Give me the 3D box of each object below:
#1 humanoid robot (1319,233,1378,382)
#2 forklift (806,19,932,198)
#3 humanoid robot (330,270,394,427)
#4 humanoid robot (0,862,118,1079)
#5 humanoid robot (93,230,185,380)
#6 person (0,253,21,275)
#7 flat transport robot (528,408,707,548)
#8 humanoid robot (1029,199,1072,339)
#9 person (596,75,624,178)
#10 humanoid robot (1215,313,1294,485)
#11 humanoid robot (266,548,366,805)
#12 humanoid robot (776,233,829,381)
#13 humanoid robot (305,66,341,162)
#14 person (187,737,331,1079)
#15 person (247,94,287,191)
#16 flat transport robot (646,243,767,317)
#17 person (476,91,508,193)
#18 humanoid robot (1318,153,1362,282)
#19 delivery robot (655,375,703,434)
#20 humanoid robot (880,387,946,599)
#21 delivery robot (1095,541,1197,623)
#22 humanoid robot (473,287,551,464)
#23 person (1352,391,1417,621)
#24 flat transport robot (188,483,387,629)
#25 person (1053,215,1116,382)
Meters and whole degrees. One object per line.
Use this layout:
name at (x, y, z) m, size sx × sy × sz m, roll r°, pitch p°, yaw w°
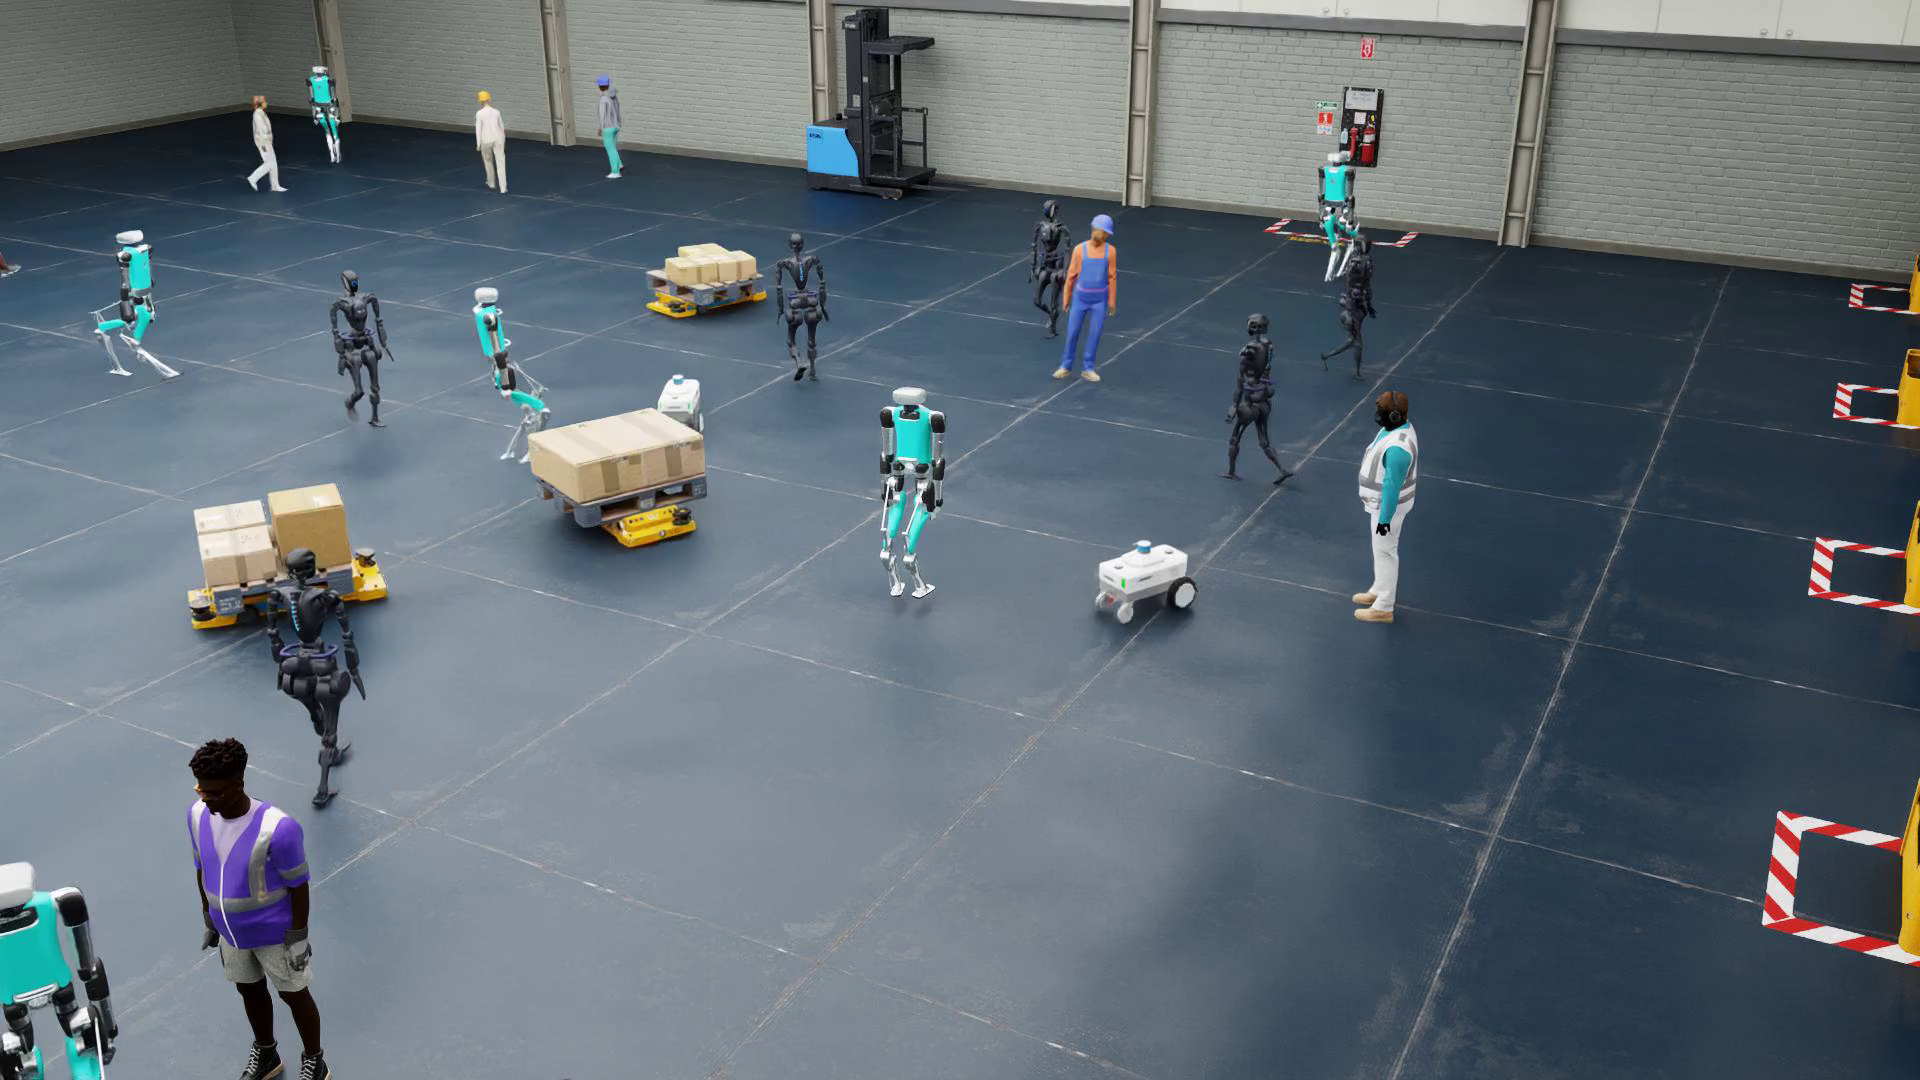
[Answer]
humanoid robot at (4.338, -2.602, 18.486) m, size 0.701 × 1.642 × 0.597 m, roll 17°, pitch 28°, yaw 33°
forklift at (-1.573, -7.292, 27.850) m, size 1.873 × 2.768 × 1.129 m, roll 12°, pitch 26°, yaw 25°
humanoid robot at (-6.117, -1.955, 16.938) m, size 0.426 × 1.647 × 0.586 m, roll 19°, pitch 30°, yaw 38°
humanoid robot at (-3.825, 2.281, 7.055) m, size 0.530 × 1.823 × 0.754 m, roll -14°, pitch 27°, yaw -30°
humanoid robot at (-9.174, -2.517, 18.252) m, size 1.058 × 1.759 × 0.545 m, roll 3°, pitch 23°, yaw 6°
person at (-13.415, -4.380, 22.475) m, size 0.527 × 1.751 × 0.977 m, roll 12°, pitch 26°, yaw 26°
flat transport robot at (-3.013, -0.300, 14.860) m, size 0.659 × 0.231 × 1.431 m, roll -17°, pitch 29°, yaw -34°
humanoid robot at (1.129, -3.263, 19.975) m, size 0.599 × 1.651 × 0.438 m, roll 16°, pitch 28°, yaw 33°
person at (-6.141, -7.221, 29.074) m, size 0.440 × 1.758 × 0.565 m, roll 8°, pitch 25°, yaw 18°
humanoid robot at (2.777, -1.294, 15.439) m, size 0.725 × 1.635 × 0.583 m, roll 18°, pitch 29°, yaw 35°
humanoid robot at (-4.080, 0.814, 10.535) m, size 0.605 × 1.627 × 0.762 m, roll 2°, pitch 23°, yaw 6°
humanoid robot at (-1.716, -2.545, 18.291) m, size 0.588 × 1.644 × 0.463 m, roll -7°, pitch 24°, yaw -16°
humanoid robot at (-11.510, -7.710, 30.401) m, size 0.541 × 1.902 × 0.717 m, roll 1°, pitch 23°, yaw 1°
person at (-3.314, 1.804, 7.819) m, size 0.606 × 1.961 × 0.367 m, roll 7°, pitch 24°, yaw 15°
person at (-11.713, -6.637, 27.886) m, size 0.496 × 1.620 × 0.529 m, roll -4°, pitch 24°, yaw -9°
flat transport robot at (-3.259, -3.132, 21.455) m, size 1.431 × 0.231 × 0.659 m, roll -21°, pitch 31°, yaw -40°
person at (-7.911, -6.701, 28.003) m, size 0.511 × 1.647 × 0.833 m, roll -11°, pitch 26°, yaw -24°
humanoid robot at (5.162, -4.330, 22.452) m, size 0.549 × 1.832 × 0.755 m, roll 19°, pitch 30°, yaw 37°
delivery robot at (-2.871, -1.366, 17.004) m, size 0.499 × 0.613 × 0.796 m, roll 0°, pitch 23°, yaw -1°
humanoid robot at (-0.440, -0.312, 12.867) m, size 0.533 × 1.672 × 0.735 m, roll 8°, pitch 24°, yaw 18°
delivery robot at (1.442, 0.293, 13.103) m, size 0.767 × 0.583 × 0.499 m, roll -15°, pitch 28°, yaw -31°
humanoid robot at (-4.226, -1.573, 15.977) m, size 0.742 × 1.775 × 0.531 m, roll -11°, pitch 25°, yaw -23°
person at (3.271, -0.269, 12.814) m, size 0.431 × 1.836 × 0.616 m, roll 6°, pitch 24°, yaw 13°
flat transport robot at (-5.392, 0.367, 13.307) m, size 1.431 × 0.231 × 0.659 m, roll -11°, pitch 26°, yaw -24°
person at (1.397, -2.653, 18.321) m, size 0.638 × 1.875 × 0.358 m, roll -1°, pitch 23°, yaw -2°
